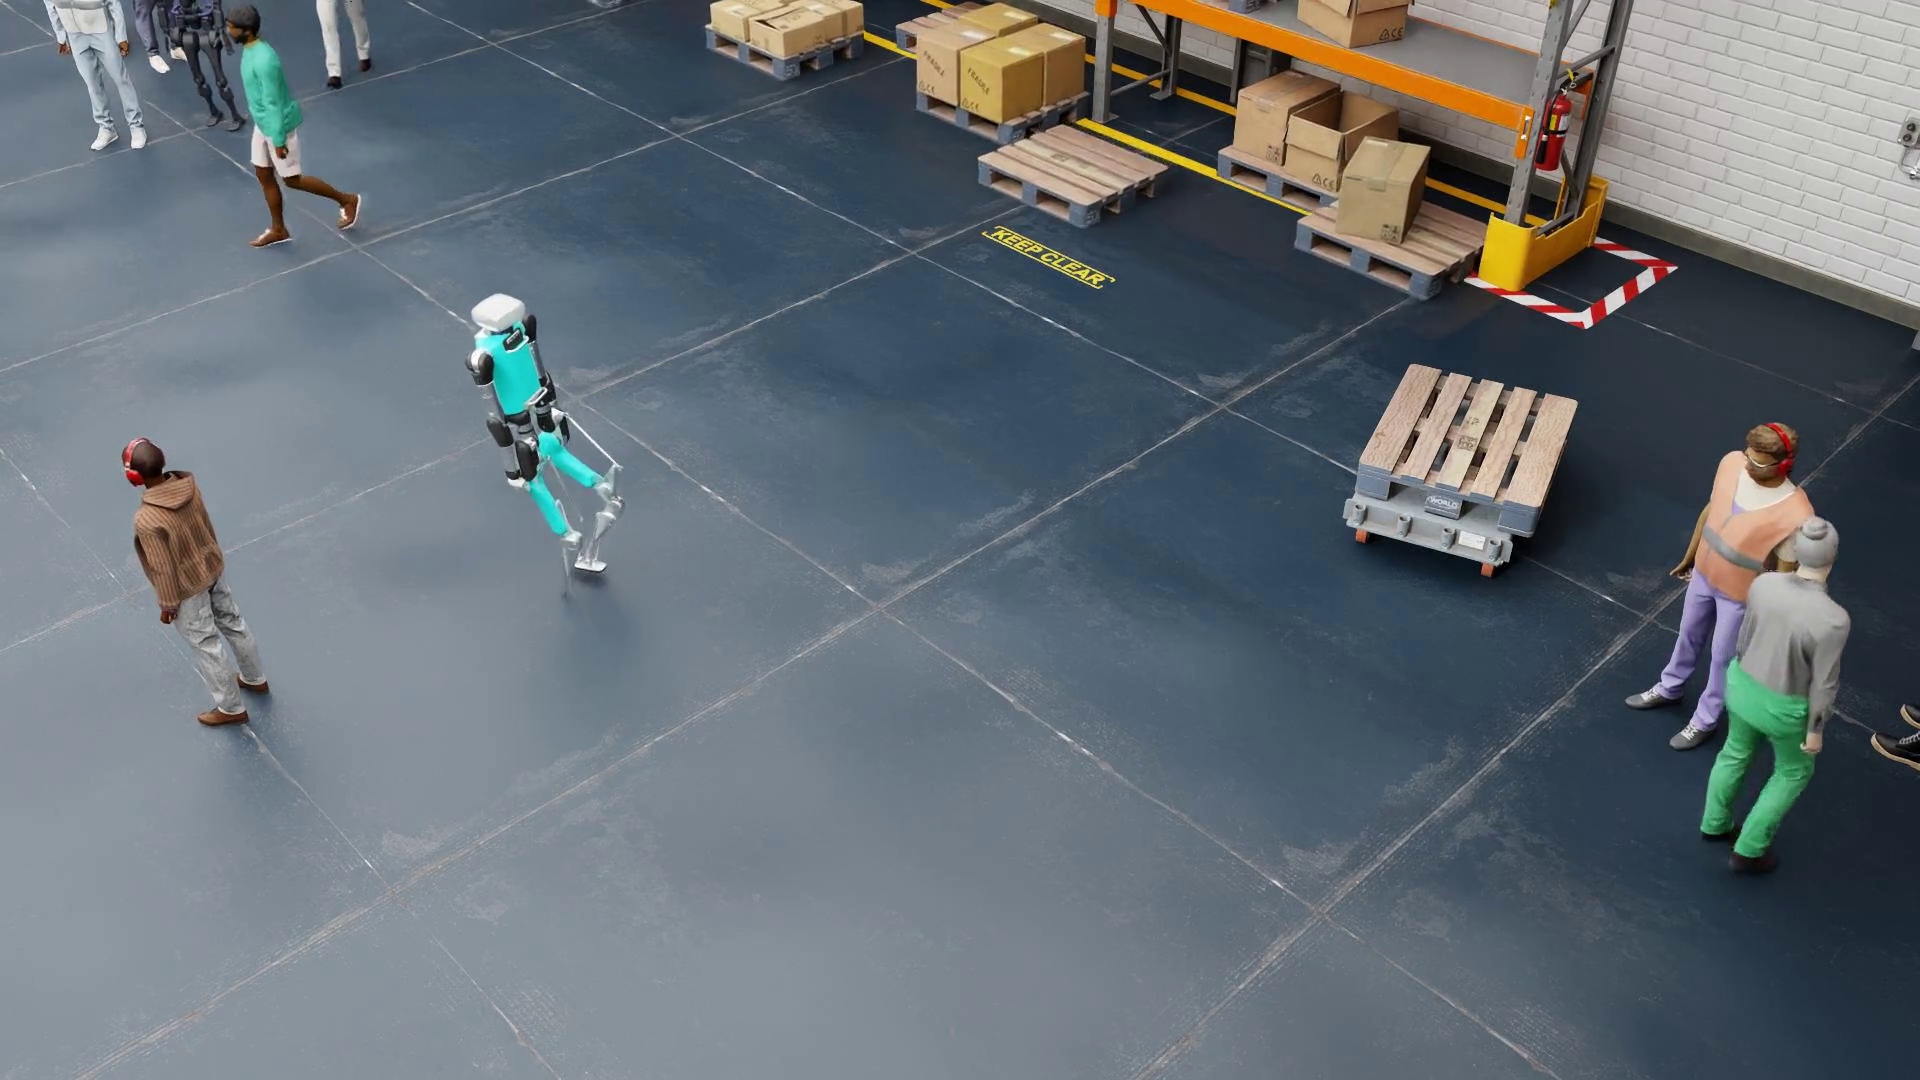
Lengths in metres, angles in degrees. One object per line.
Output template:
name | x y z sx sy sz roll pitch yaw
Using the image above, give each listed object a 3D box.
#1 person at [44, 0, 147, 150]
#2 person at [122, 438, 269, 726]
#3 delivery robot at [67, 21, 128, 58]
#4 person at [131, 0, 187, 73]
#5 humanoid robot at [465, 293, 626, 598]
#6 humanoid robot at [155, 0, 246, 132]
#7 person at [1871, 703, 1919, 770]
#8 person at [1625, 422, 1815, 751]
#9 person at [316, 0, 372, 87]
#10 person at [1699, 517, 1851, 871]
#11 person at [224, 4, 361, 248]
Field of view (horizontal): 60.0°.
person | -7.145 -4.169 13.685 0.587 1.920 0.393 -1 37 -1
person | -3.730 0.210 8.105 0.310 1.650 0.472 6 38 9
delivery robot | -8.245 -4.951 15.845 0.499 0.587 0.781 -12 39 -15
person | -7.430 -5.247 15.154 0.424 1.866 0.799 21 42 25
humanoid robot | -2.123 -0.411 8.943 0.743 1.888 0.538 12 39 15
humanoid robot | -6.471 -4.297 14.049 0.615 1.648 0.367 3 37 5
person | 4.815 0.265 7.776 0.602 1.966 0.368 -26 44 -30
person | 3.684 0.212 7.951 0.388 1.838 0.563 -12 39 -16
person | -5.589 -4.954 14.867 0.577 1.740 0.910 -5 37 -7
person | 3.592 0.692 7.331 0.362 1.840 0.548 -16 40 -20
person | -5.025 -3.064 12.300 0.802 1.819 0.506 -22 42 -26
